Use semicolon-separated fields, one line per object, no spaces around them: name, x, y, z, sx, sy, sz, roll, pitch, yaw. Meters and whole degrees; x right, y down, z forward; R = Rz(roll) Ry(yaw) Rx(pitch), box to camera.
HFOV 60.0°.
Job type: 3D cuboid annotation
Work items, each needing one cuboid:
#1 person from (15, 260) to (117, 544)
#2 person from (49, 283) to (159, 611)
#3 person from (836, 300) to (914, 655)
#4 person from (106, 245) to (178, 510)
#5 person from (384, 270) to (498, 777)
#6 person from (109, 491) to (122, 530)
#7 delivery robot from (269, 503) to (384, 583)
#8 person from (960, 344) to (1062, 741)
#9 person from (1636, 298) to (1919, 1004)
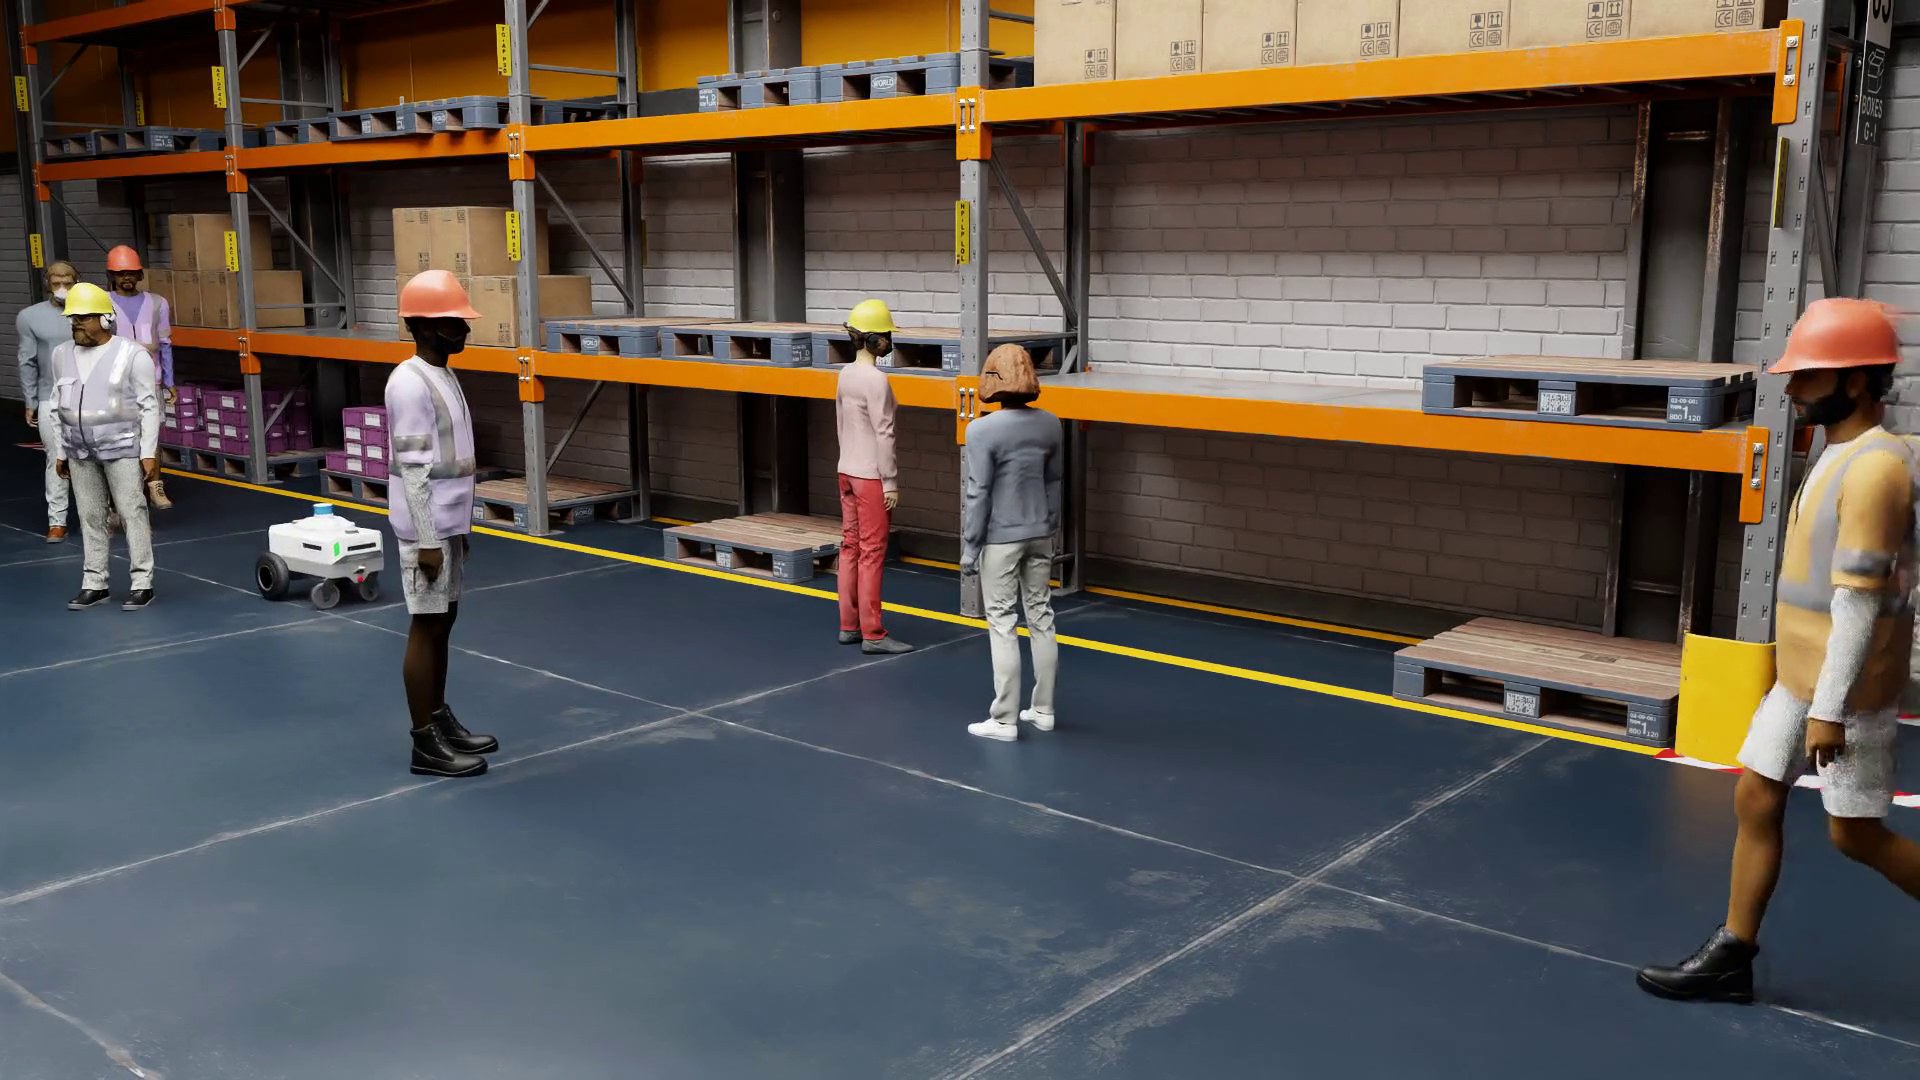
person;-6.128;-0.949;11.482;0.628;1.939;0.373;-5;11;-26
person;-4.779;-0.509;9.275;0.600;1.829;0.404;1;10;4
person;-0.446;-0.311;8.339;0.312;1.768;0.522;-5;11;-28
person;-6.330;-1.225;12.753;0.615;2.041;0.392;-8;13;-39
person;-2.004;-0.065;6.439;0.373;1.939;0.545;-1;10;-3
person;-5.933;-0.835;11.611;0.646;1.663;0.404;1;10;4
delivery robot;-3.645;0.032;9.562;0.707;0.478;0.477;7;12;35
person;0.213;0.013;6.864;0.501;1.632;0.280;-8;13;-38
person;2.322;0.337;4.266;0.900;1.910;0.542;2;10;14
